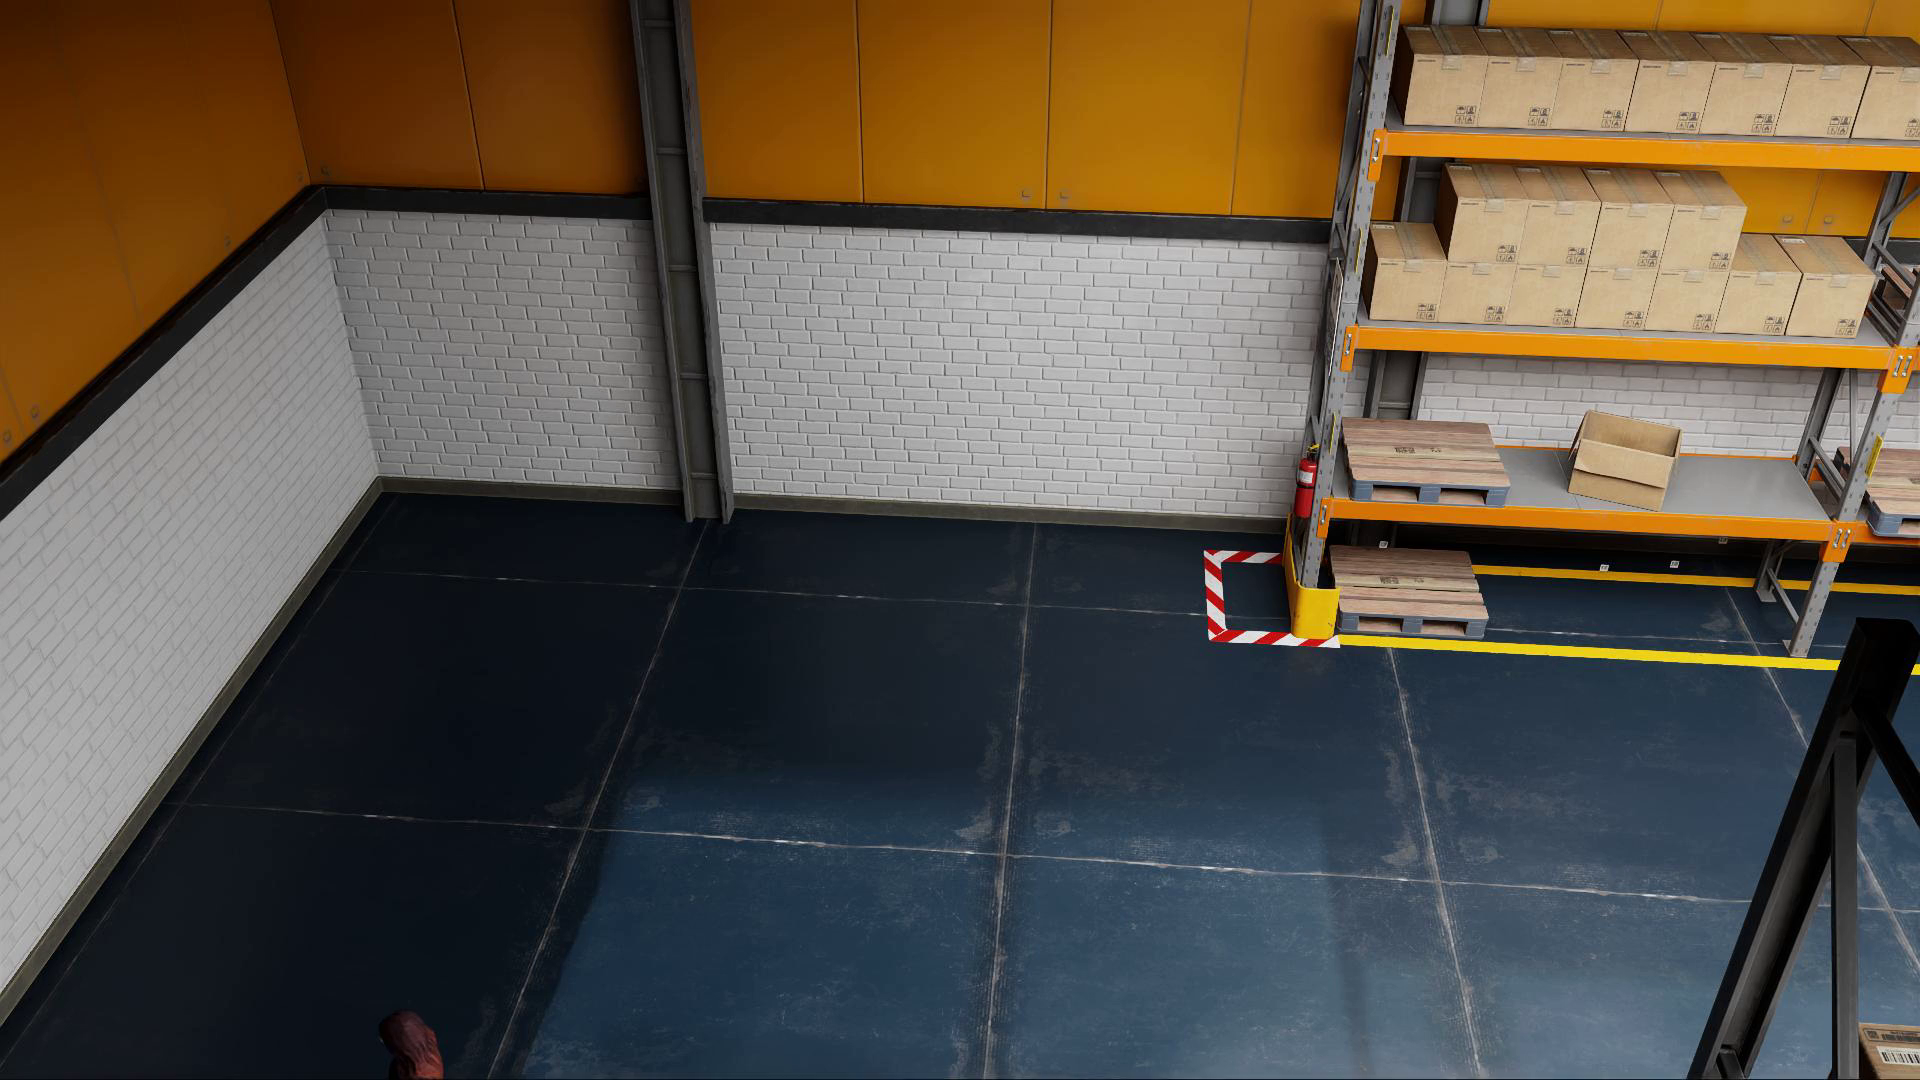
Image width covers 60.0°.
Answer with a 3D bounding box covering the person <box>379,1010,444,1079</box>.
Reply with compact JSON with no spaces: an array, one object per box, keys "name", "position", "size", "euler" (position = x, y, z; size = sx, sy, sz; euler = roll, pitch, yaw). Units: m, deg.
[{"name":"person","position":[-2.868,3.083,8.902],"size":[0.646,1.611,0.664],"euler":[-8,34,-12]}]
